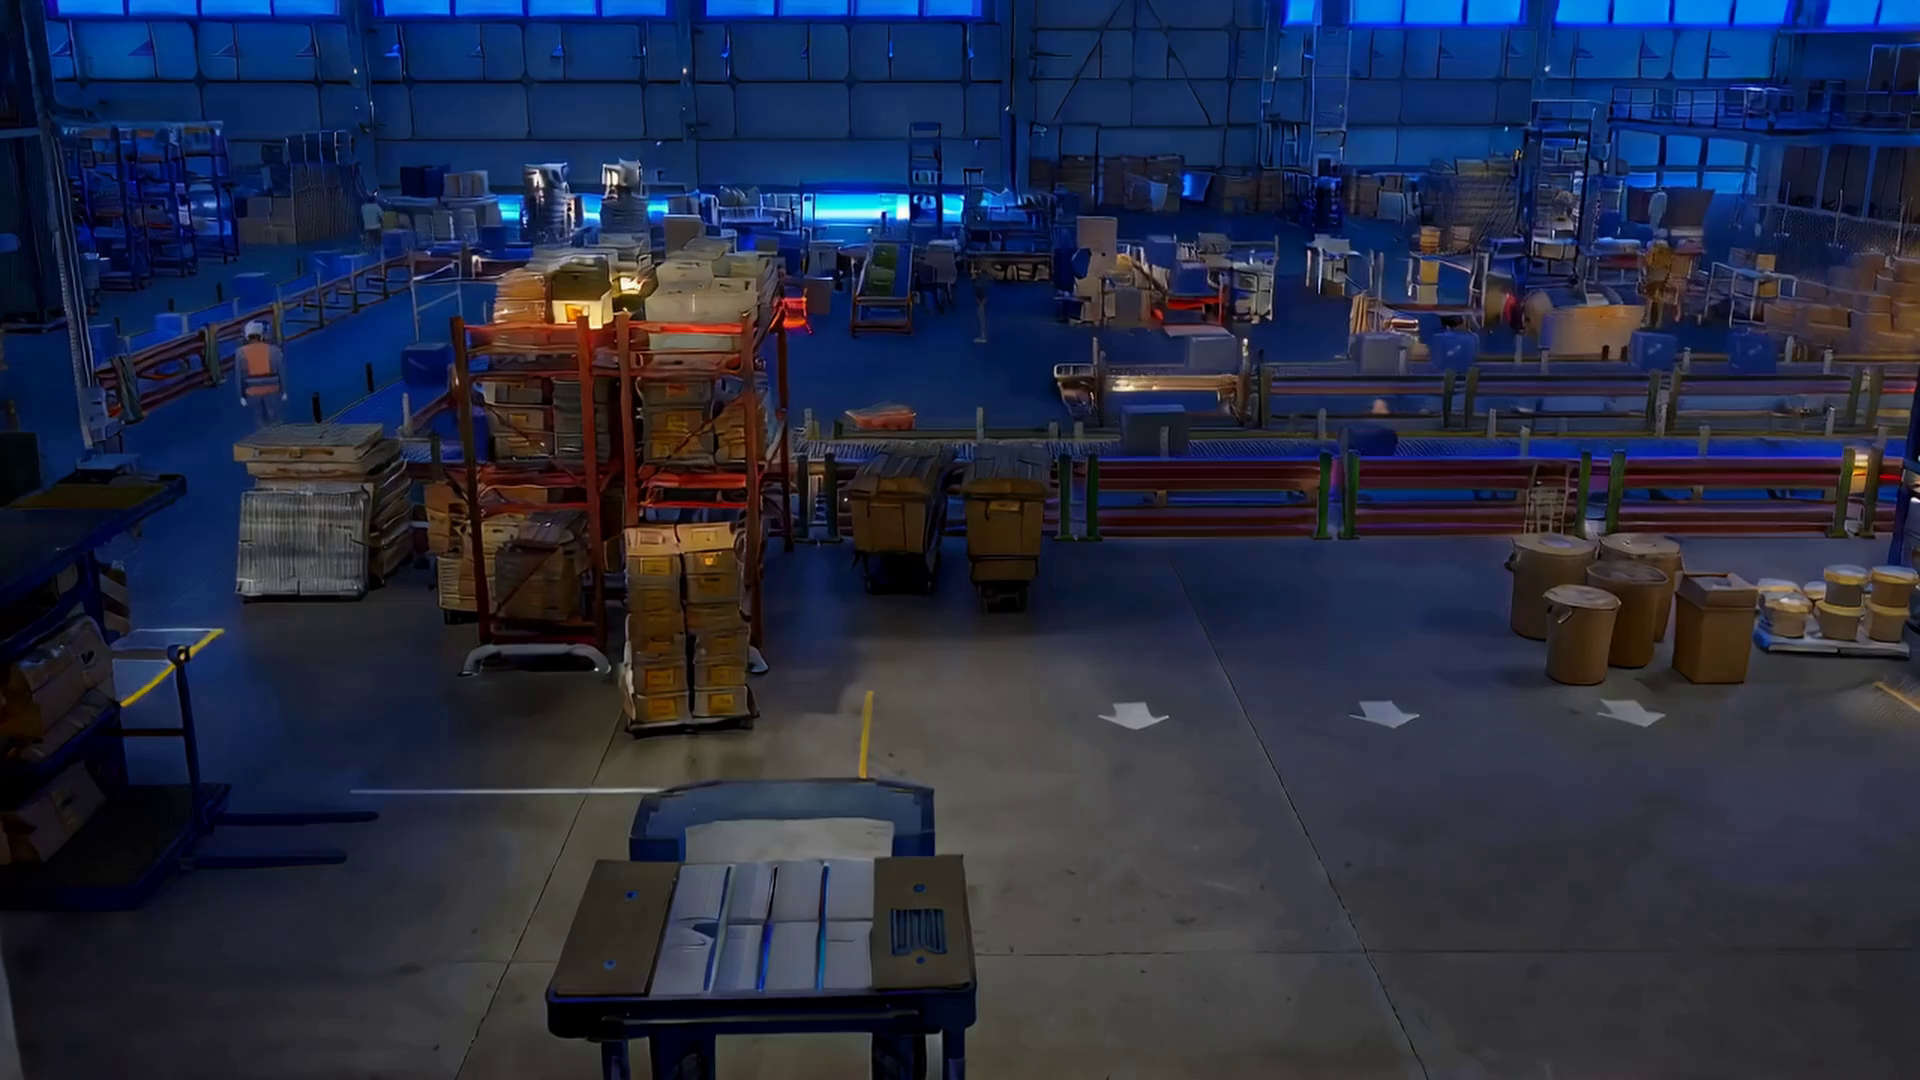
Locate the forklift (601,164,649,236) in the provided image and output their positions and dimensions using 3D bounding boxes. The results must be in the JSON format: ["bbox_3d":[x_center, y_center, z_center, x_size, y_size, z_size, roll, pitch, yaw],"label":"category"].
[{"bbox_3d":[-9.948,-10.127,49.296,1.157,1.987,2.680,-1,16,-3],"label":"forklift"}]

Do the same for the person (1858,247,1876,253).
[{"bbox_3d":[15.772,-4.210,29.401,0.624,1.941,0.966,-14,21,-41],"label":"person"}]

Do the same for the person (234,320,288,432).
[{"bbox_3d":[-9.174,-1.981,21.846,0.618,1.819,0.413,-7,18,-23],"label":"person"}]

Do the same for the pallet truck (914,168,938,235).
[{"bbox_3d":[-0.989,-10.316,50.507,0.823,1.965,1.885,1,16,3],"label":"pallet truck"}]

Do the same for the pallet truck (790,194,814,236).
[{"bbox_3d":[-4.814,-9.883,50.259,0.704,1.261,1.522,-1,16,-3],"label":"pallet truck"}]

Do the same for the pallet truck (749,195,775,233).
[{"bbox_3d":[-6.051,-9.967,50.660,0.680,1.201,1.601,0,16,-1],"label":"pallet truck"}]

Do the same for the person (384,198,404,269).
[{"bbox_3d":[-14.192,-7.687,41.792,0.537,1.759,0.404,4,17,13],"label":"person"}]

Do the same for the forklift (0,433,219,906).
[{"bbox_3d":[-5.952,0.780,10.366,1.873,2.768,1.129,0,16,-1],"label":"forklift"}]

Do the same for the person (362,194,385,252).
[{"bbox_3d":[-14.990,-7.950,42.656,0.586,1.792,0.989,3,16,9],"label":"person"}]

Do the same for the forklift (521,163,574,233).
[{"bbox_3d":[-12.233,-10.122,49.298,1.157,1.987,2.680,0,16,-1],"label":"forklift"}]

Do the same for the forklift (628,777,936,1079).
[{"bbox_3d":[-0.542,2.165,5.552,1.129,2.768,1.873,-1,16,-2],"label":"forklift"}]

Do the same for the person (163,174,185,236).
[{"bbox_3d":[-22.804,-9.686,48.316,0.612,1.997,0.375,1,16,5],"label":"person"}]

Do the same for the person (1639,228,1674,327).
[{"bbox_3d":[13.650,-5.136,32.641,0.570,1.926,0.387,1,16,3],"label":"person"}]

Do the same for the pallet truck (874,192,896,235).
[{"bbox_3d":[-2.277,-9.986,50.594,0.653,1.274,1.630,0,16,-1],"label":"pallet truck"}]

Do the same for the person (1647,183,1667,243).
[{"bbox_3d":[19.950,-9.332,47.565,0.492,1.721,0.616,-2,16,-5],"label":"person"}]

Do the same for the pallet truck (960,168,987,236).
[{"bbox_3d":[0.383,-10.230,50.206,0.823,1.965,1.885,-1,16,-3],"label":"pallet truck"}]

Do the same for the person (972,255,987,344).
[{"bbox_3d":[0.362,-4.453,30.793,0.282,1.624,0.494,0,16,1],"label":"person"}]
